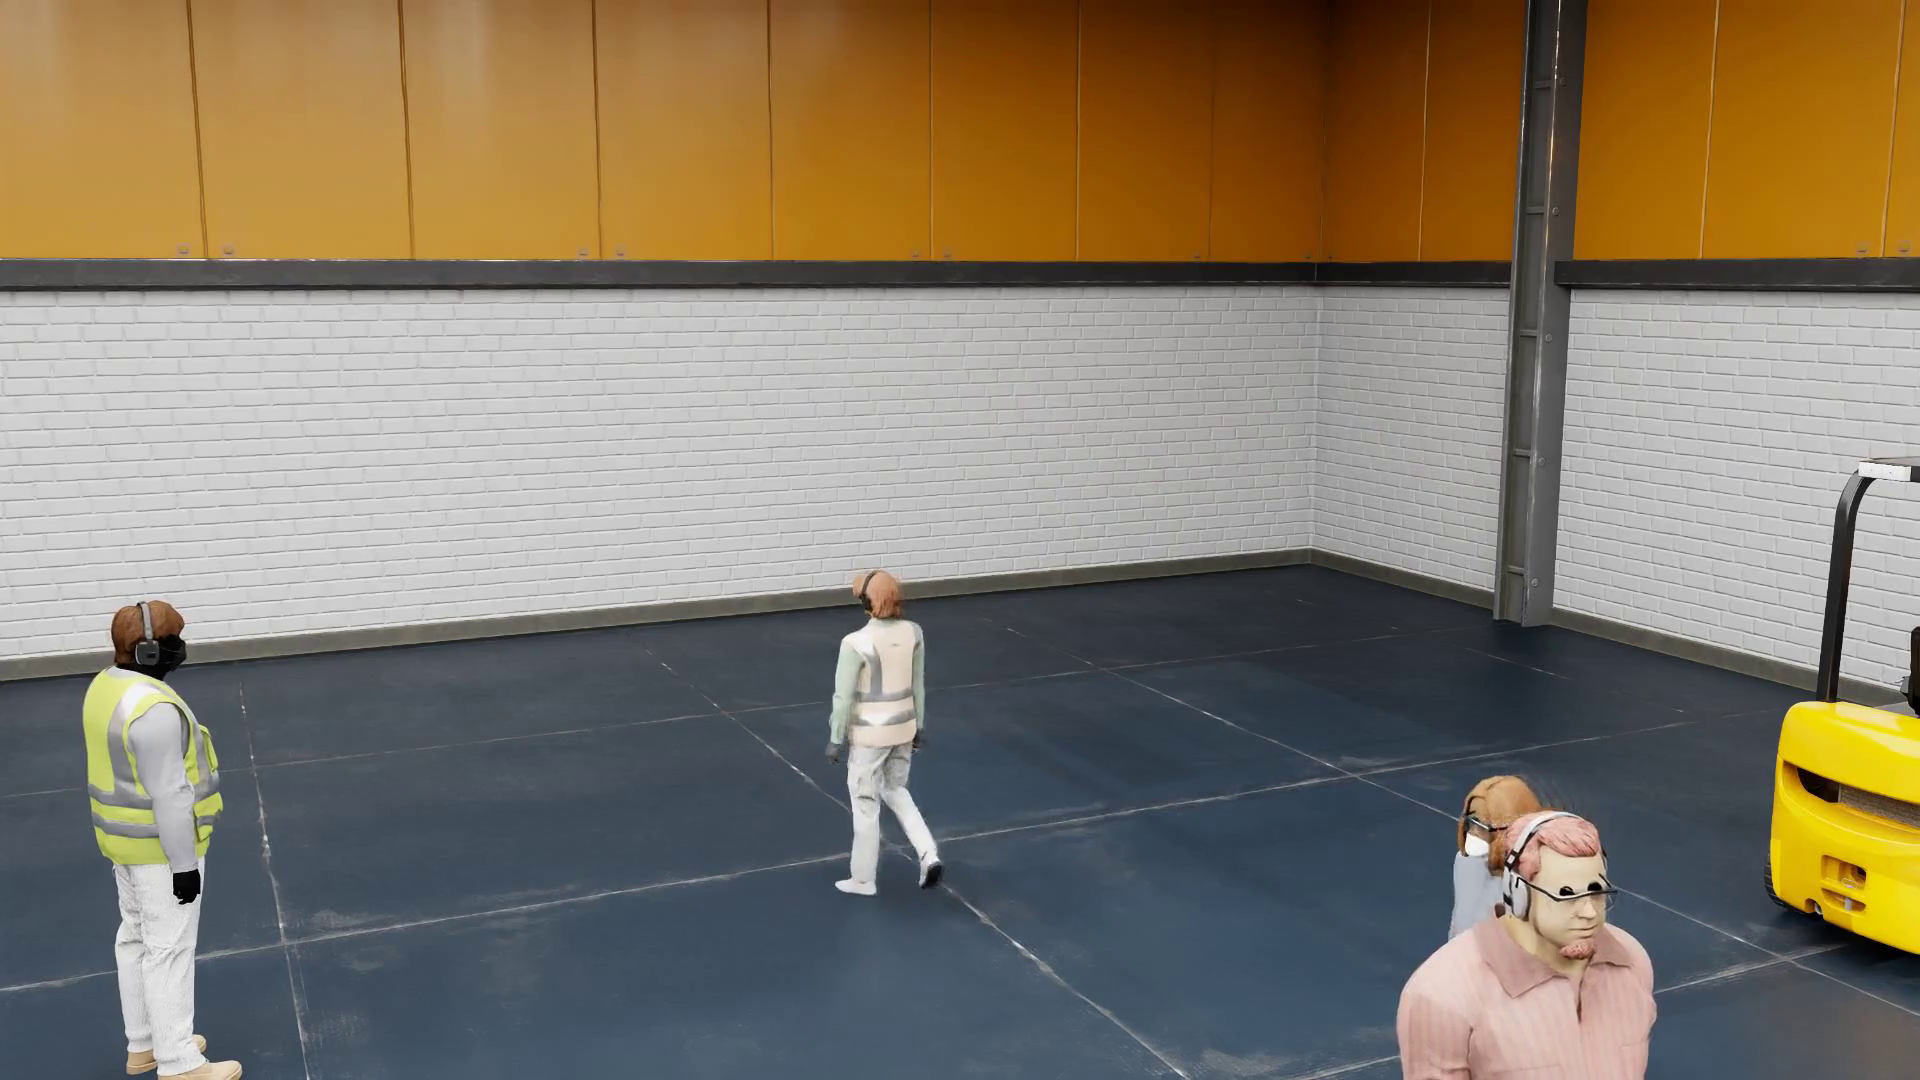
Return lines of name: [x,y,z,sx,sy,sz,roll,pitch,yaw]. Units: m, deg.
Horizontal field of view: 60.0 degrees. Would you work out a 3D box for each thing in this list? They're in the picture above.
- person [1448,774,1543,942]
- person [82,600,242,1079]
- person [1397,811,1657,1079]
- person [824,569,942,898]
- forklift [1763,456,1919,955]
person: [1.537,1.458,4.807,0.359,1.617,0.527,-2,9,-15]
person: [-2.965,1.130,6.175,0.429,1.842,0.636,-9,13,-44]
person: [1.256,1.510,3.617,0.655,1.906,0.407,-4,10,-23]
person: [-0.373,0.947,7.973,0.504,1.627,0.539,8,12,42]
forklift: [4.857,0.731,7.561,2.313,2.155,1.214,-4,10,-25]
